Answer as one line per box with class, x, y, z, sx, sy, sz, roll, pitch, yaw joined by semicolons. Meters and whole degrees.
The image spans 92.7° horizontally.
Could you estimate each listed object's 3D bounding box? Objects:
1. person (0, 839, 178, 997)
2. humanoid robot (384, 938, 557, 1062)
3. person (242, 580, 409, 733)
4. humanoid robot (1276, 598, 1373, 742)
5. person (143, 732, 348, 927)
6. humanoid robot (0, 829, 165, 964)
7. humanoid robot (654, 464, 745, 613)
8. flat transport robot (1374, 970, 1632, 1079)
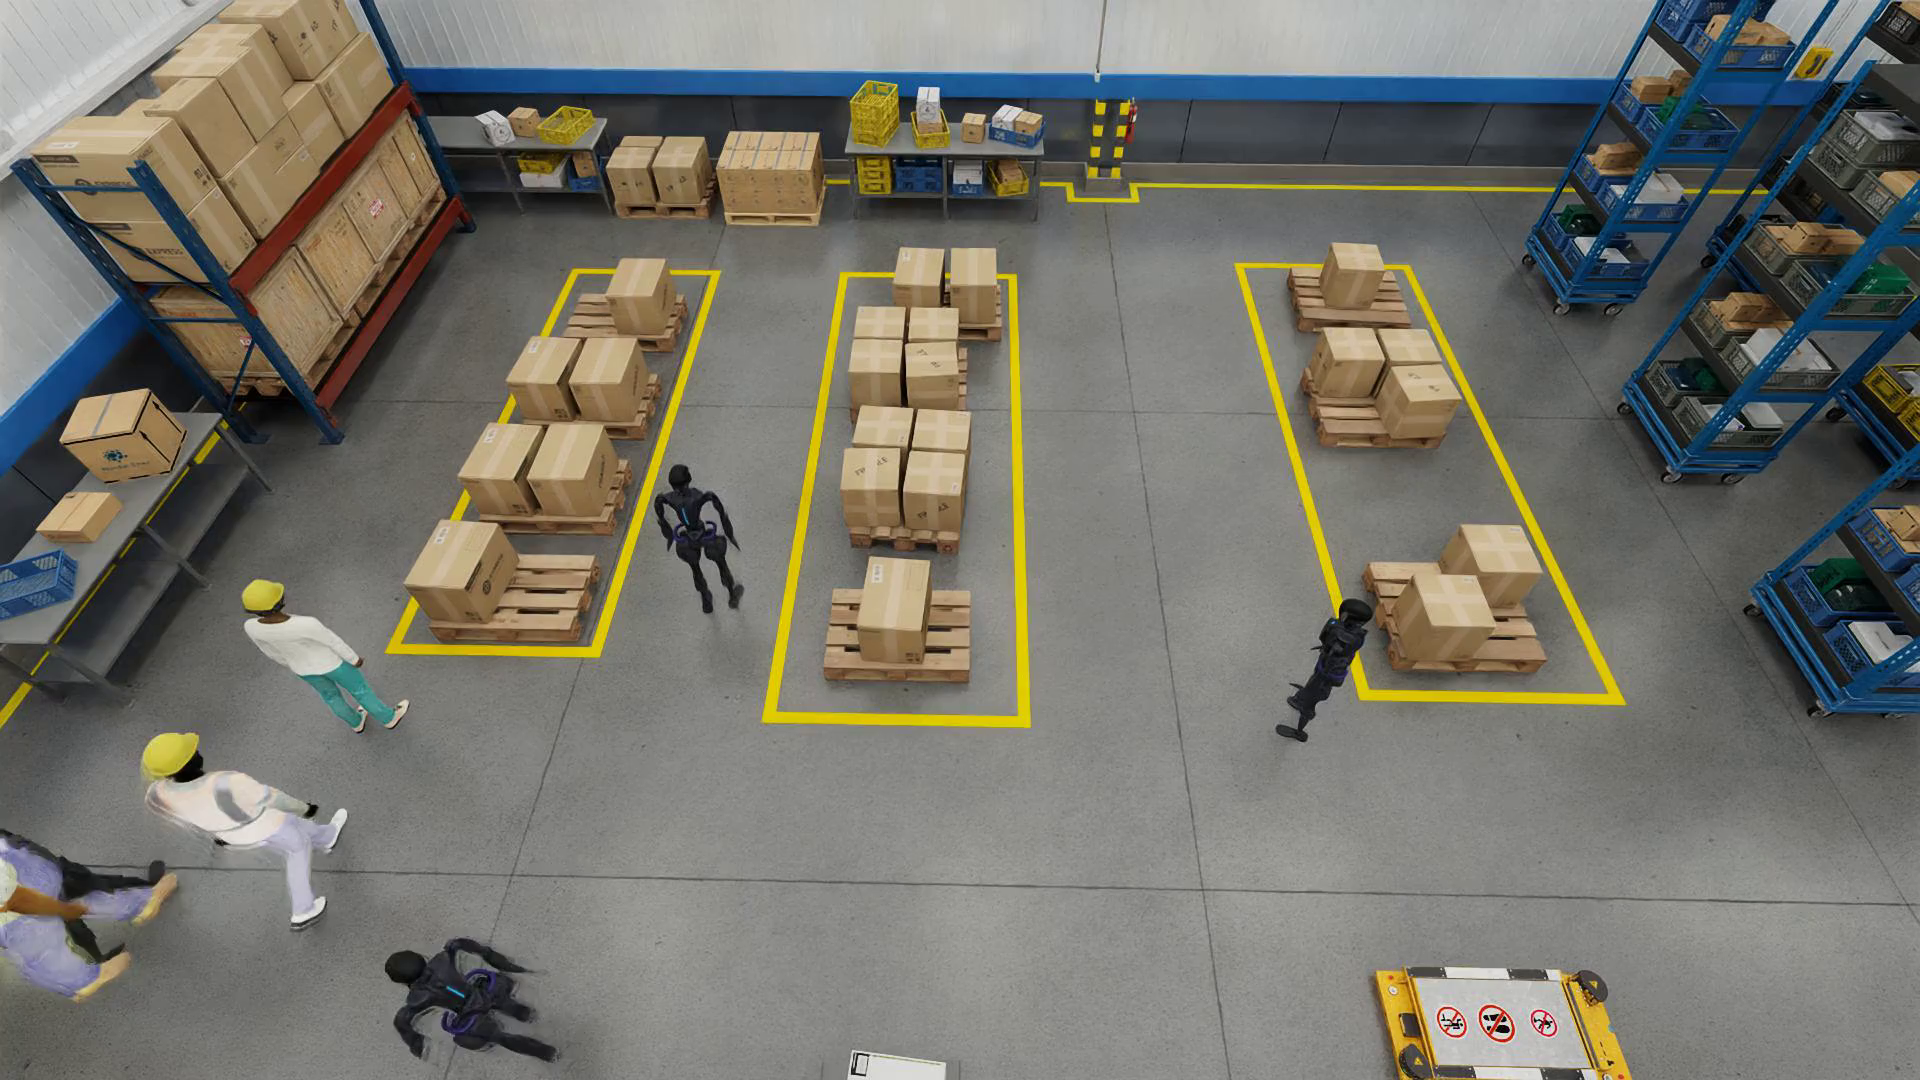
person;-5.732;2.126;5.611;0.686;2.000;0.907;23;54;17
humanoid robot;-2.880;2.734;5.358;0.631;1.637;0.595;11;52;9
person;-4.742;0.880;6.801;0.527;1.767;0.328;-3;51;-2
humanoid robot;2.688;0.951;6.792;0.324;1.657;0.601;26;55;20
person;-4.612;1.821;5.949;0.595;1.892;0.842;-1;51;-1
humanoid robot;-5.821;2.191;5.832;0.545;1.635;0.755;-13;52;-11
humanoid robot;-2.152;-0.005;7.573;0.610;1.657;0.315;-5;51;-4
flat transport robot;3.501;3.133;5.914;1.431;0.197;0.652;1;51;1
